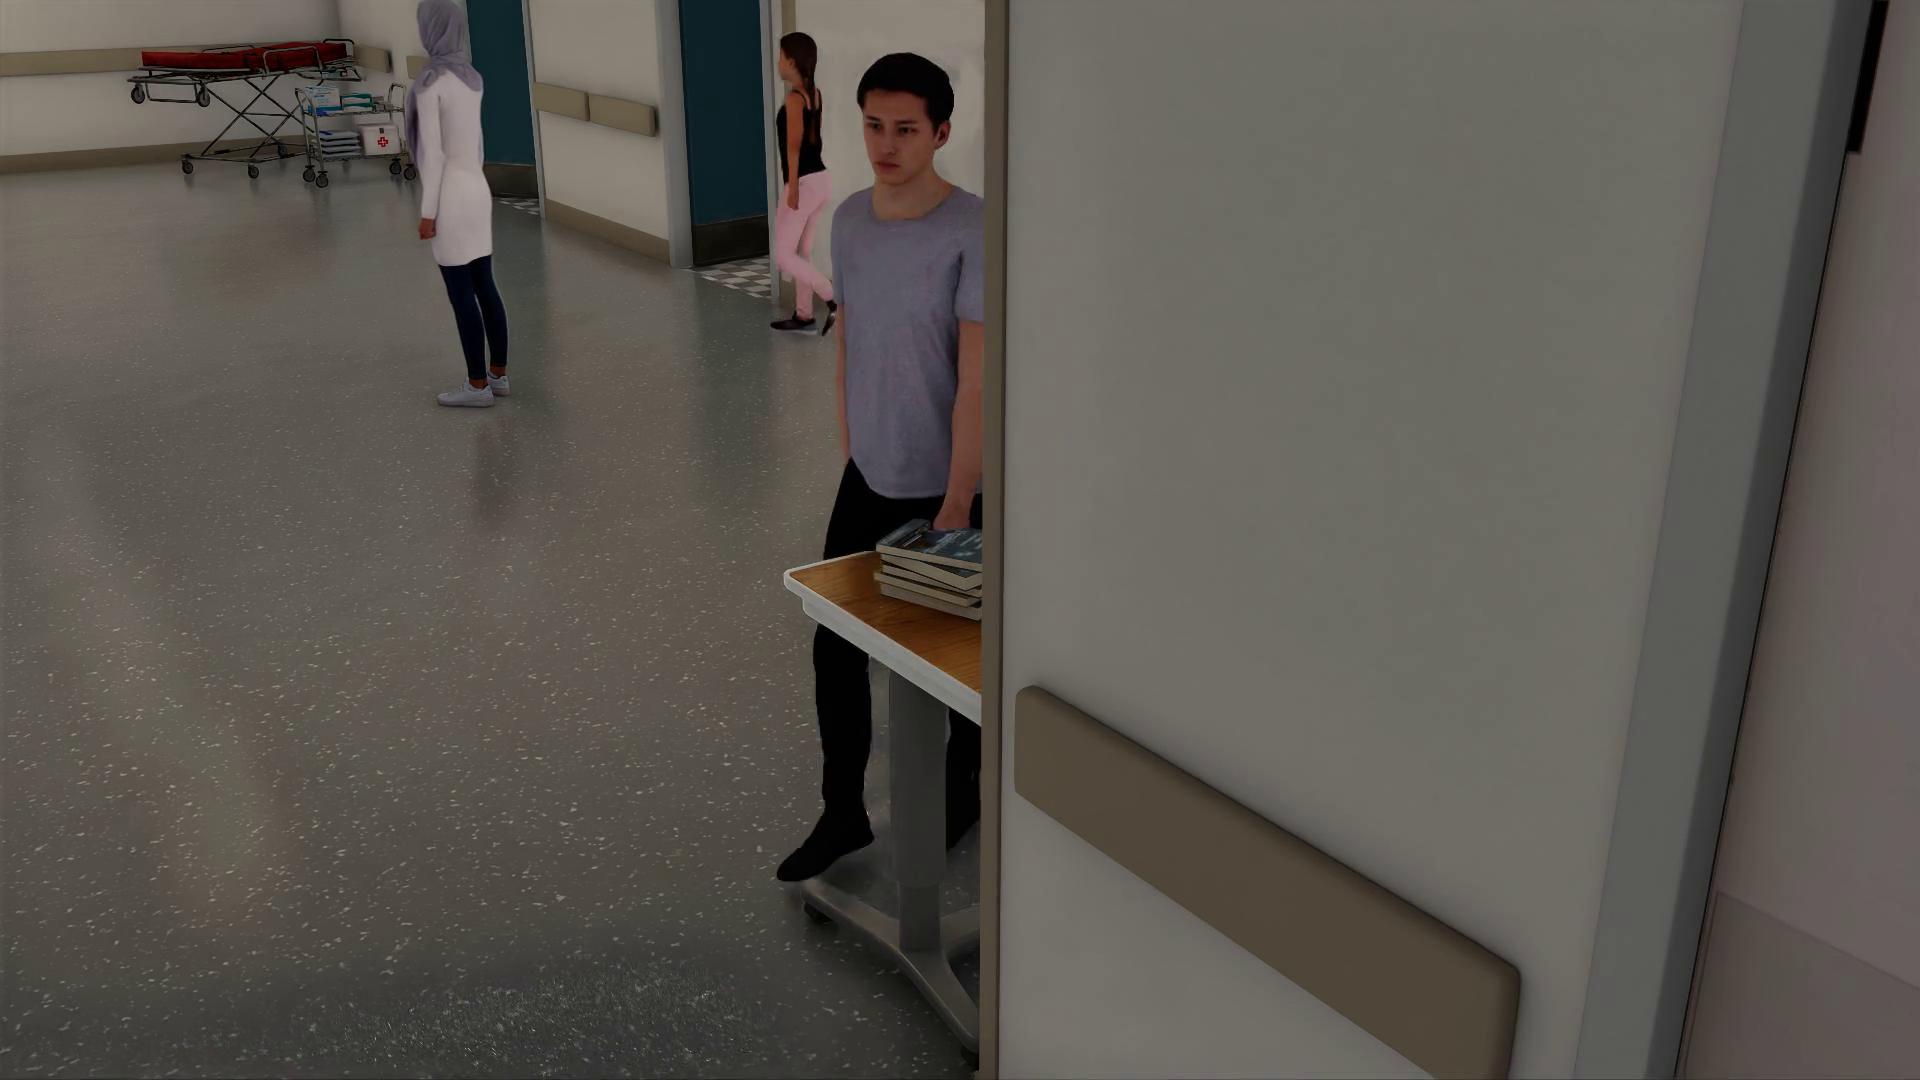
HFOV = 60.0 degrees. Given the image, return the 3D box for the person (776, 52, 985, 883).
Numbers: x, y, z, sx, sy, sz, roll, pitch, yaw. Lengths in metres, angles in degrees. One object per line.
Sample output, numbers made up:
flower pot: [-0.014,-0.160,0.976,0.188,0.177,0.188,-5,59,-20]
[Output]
person: [-0.027,-0.139,3.770,0.886,1.839,0.894,13,24,30]

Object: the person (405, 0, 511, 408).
person: [-2.230,-1.483,7.410,0.730,1.775,0.695,6,22,15]

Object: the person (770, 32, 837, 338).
person: [-0.744,-1.782,8.520,0.866,1.548,0.752,8,22,20]
